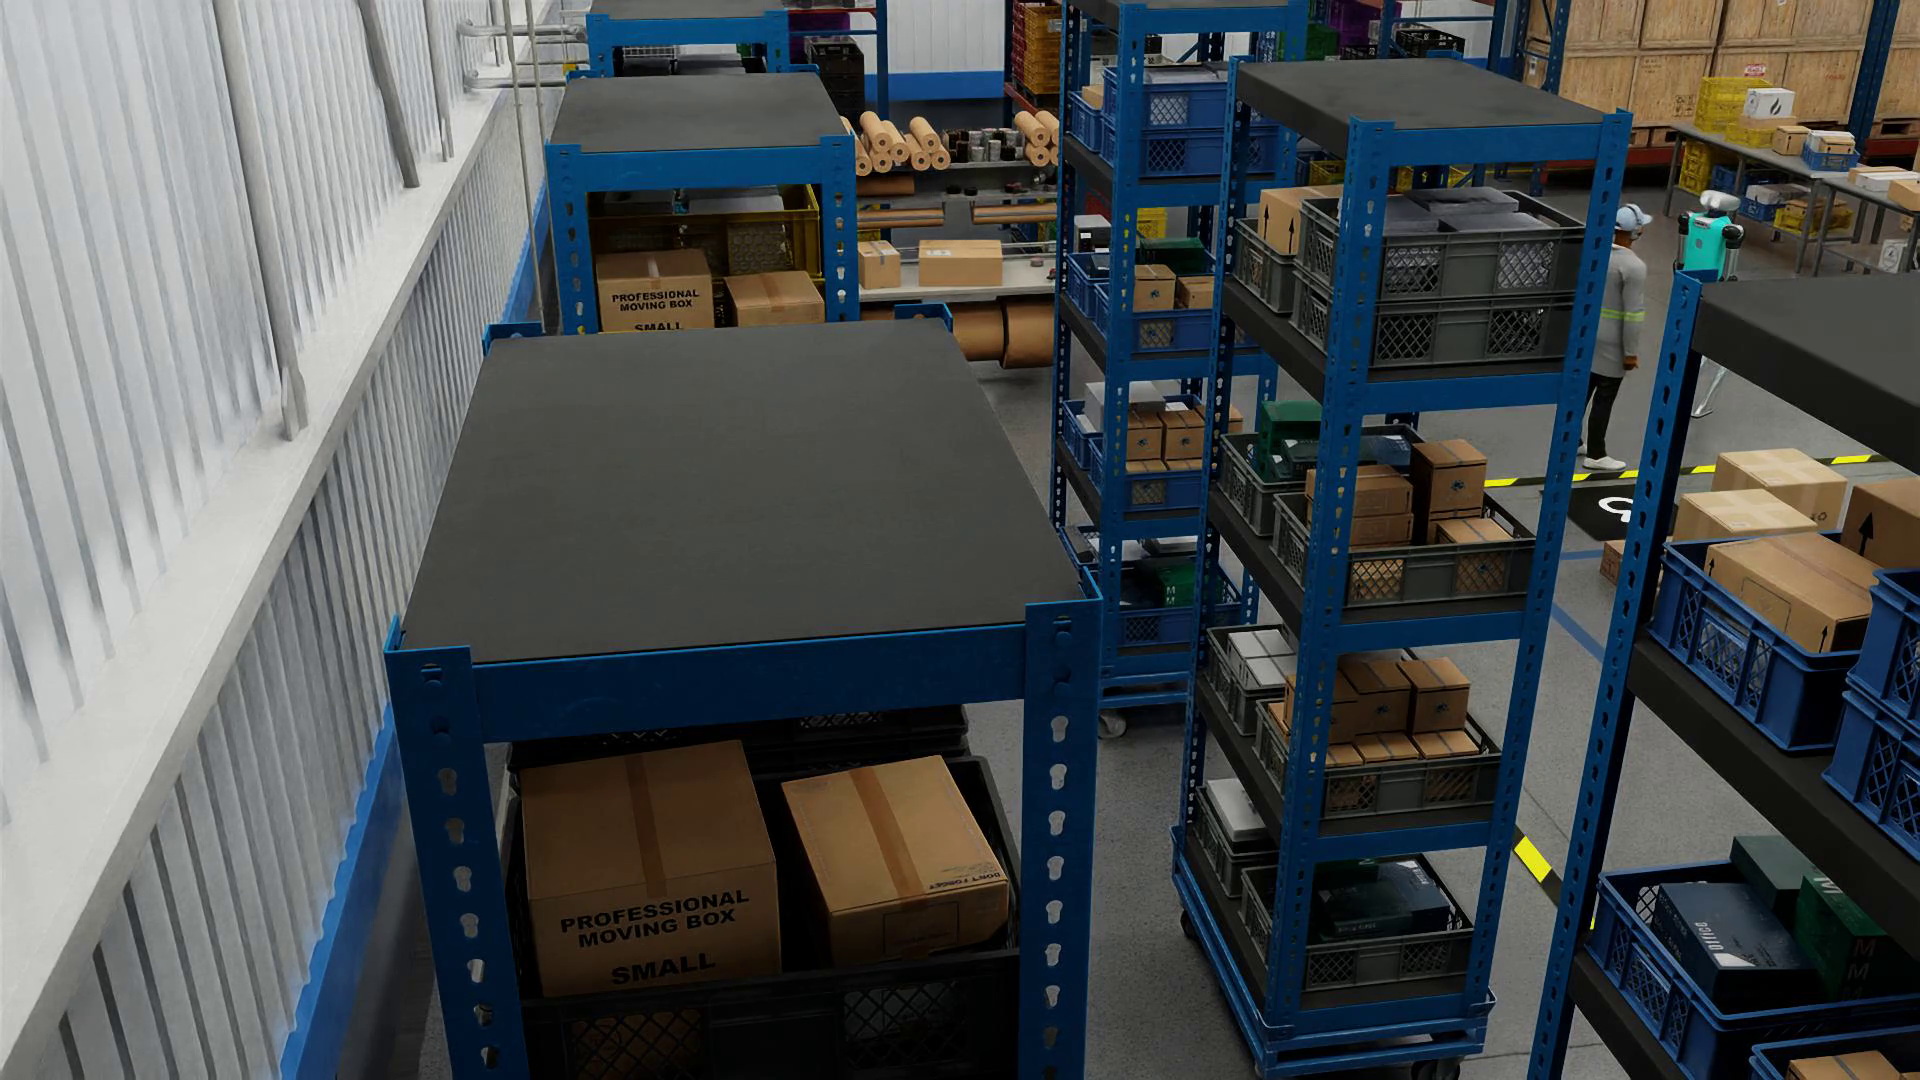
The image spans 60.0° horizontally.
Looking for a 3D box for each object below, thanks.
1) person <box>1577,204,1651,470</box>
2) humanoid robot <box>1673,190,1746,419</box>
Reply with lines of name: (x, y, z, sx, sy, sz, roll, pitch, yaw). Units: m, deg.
person: (4.470, -1.392, 11.429, 0.361, 1.852, 0.596, -7, 26, -14)
humanoid robot: (5.554, -1.739, 12.157, 0.735, 1.681, 0.533, -11, 27, -23)
